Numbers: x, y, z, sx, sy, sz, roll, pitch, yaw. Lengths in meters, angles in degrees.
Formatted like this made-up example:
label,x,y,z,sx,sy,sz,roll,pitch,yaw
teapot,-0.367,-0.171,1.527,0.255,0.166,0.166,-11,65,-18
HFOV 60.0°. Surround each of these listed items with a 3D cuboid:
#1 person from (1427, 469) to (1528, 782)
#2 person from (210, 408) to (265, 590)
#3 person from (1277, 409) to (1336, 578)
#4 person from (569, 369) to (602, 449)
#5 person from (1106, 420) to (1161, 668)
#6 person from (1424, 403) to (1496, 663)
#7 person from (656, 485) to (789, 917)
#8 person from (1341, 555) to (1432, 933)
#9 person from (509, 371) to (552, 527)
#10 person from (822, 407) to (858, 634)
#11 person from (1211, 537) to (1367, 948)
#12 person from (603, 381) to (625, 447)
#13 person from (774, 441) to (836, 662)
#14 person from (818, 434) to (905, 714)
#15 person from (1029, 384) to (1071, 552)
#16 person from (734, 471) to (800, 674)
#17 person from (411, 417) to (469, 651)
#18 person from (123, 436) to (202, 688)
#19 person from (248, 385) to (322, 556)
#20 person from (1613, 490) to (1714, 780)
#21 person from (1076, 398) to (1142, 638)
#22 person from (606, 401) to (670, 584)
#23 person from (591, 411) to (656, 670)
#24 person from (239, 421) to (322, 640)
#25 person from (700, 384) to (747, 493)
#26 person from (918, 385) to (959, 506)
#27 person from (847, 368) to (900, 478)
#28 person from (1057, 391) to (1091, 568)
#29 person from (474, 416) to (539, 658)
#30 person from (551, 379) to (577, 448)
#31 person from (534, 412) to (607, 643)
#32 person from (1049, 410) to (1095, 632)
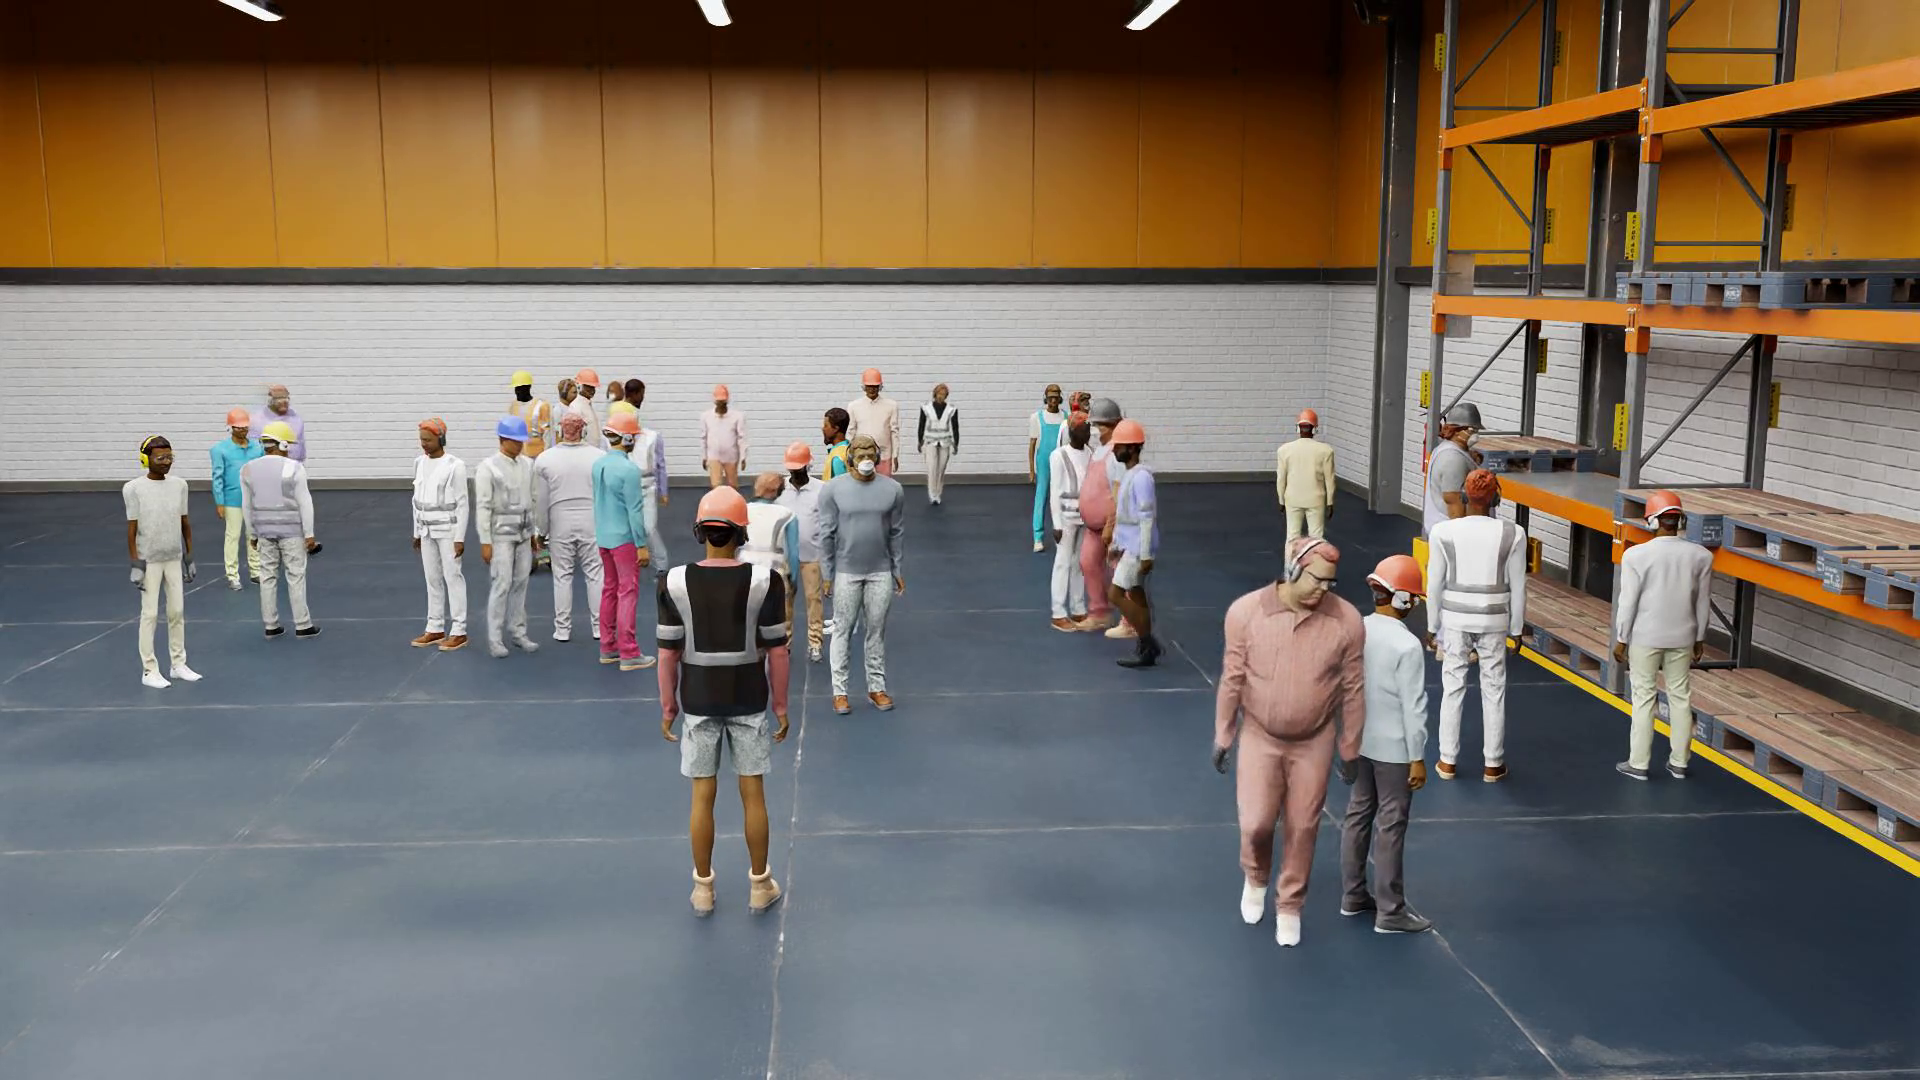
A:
label,x,y,z,sx,sy,sz,roll,pitch,yaw
person,3.080,0.511,9.945,0.573,1.883,0.356,3,10,18
person,-6.927,-0.402,16.079,0.330,1.750,0.572,6,11,35
person,3.321,-0.382,15.957,0.561,1.750,0.327,3,10,20
person,-4.170,-0.916,18.577,0.401,1.986,0.612,0,9,1
person,1.327,0.047,12.747,0.451,1.923,0.554,0,9,0
person,3.940,-0.074,13.125,0.537,2.000,0.675,1,9,8
person,-1.114,0.760,7.879,0.612,2.041,0.394,0,9,-3
person,1.989,0.934,7.715,0.337,1.745,0.560,-4,10,-22
person,-5.061,-1.034,19.575,0.591,1.914,0.435,5,10,27
person,-0.994,-0.163,14.064,0.390,1.920,0.588,1,9,4
person,1.477,0.905,7.494,0.691,1.874,0.418,1,9,7
person,-4.657,-1.379,22.760,0.525,1.580,0.736,9,12,43
person,-1.256,0.094,12.997,0.563,1.742,0.338,1,9,5
person,-0.674,0.230,11.531,0.627,1.941,0.370,-3,10,-20
person,1.011,-0.788,18.216,0.519,1.844,0.330,-2,9,-11
person,-1.466,0.280,12.313,0.530,1.578,0.893,2,9,12
person,-4.214,-0.048,13.451,0.572,1.885,0.356,5,10,30
person,-5.875,0.159,12.246,0.328,1.861,0.502,6,11,35
person,-7.260,-0.732,17.837,1.025,1.846,0.663,9,12,43
person,4.207,0.569,10.014,0.569,1.740,0.349,0,9,-3
person,1.225,-0.191,13.859,0.646,2.000,0.713,-3,9,-17
person,-3.146,-0.462,16.383,0.688,1.783,0.452,0,9,0
person,-2.605,0.000,12.848,0.405,1.986,0.621,-7,12,-39
person,-5.629,-0.073,13.805,0.588,1.822,0.403,1,9,6
person,-2.861,-1.042,20.206,0.568,1.725,0.756,0,9,-2
person,-0.275,-1.230,21.761,0.528,1.586,0.855,-1,9,-7
person,-0.983,-0.958,18.868,0.608,1.987,0.401,-1,9,-6
person,1.158,-0.620,17.203,0.386,1.837,0.563,3,9,17
person,-3.580,-0.029,13.247,0.449,1.923,0.632,4,10,25
person,-4.521,-0.936,19.161,0.345,1.843,0.504,0,9,1
person,-3.174,-0.107,13.746,0.652,1.906,0.408,-3,9,-16
person,0.979,-0.165,14.181,0.337,1.883,0.583,8,12,42
